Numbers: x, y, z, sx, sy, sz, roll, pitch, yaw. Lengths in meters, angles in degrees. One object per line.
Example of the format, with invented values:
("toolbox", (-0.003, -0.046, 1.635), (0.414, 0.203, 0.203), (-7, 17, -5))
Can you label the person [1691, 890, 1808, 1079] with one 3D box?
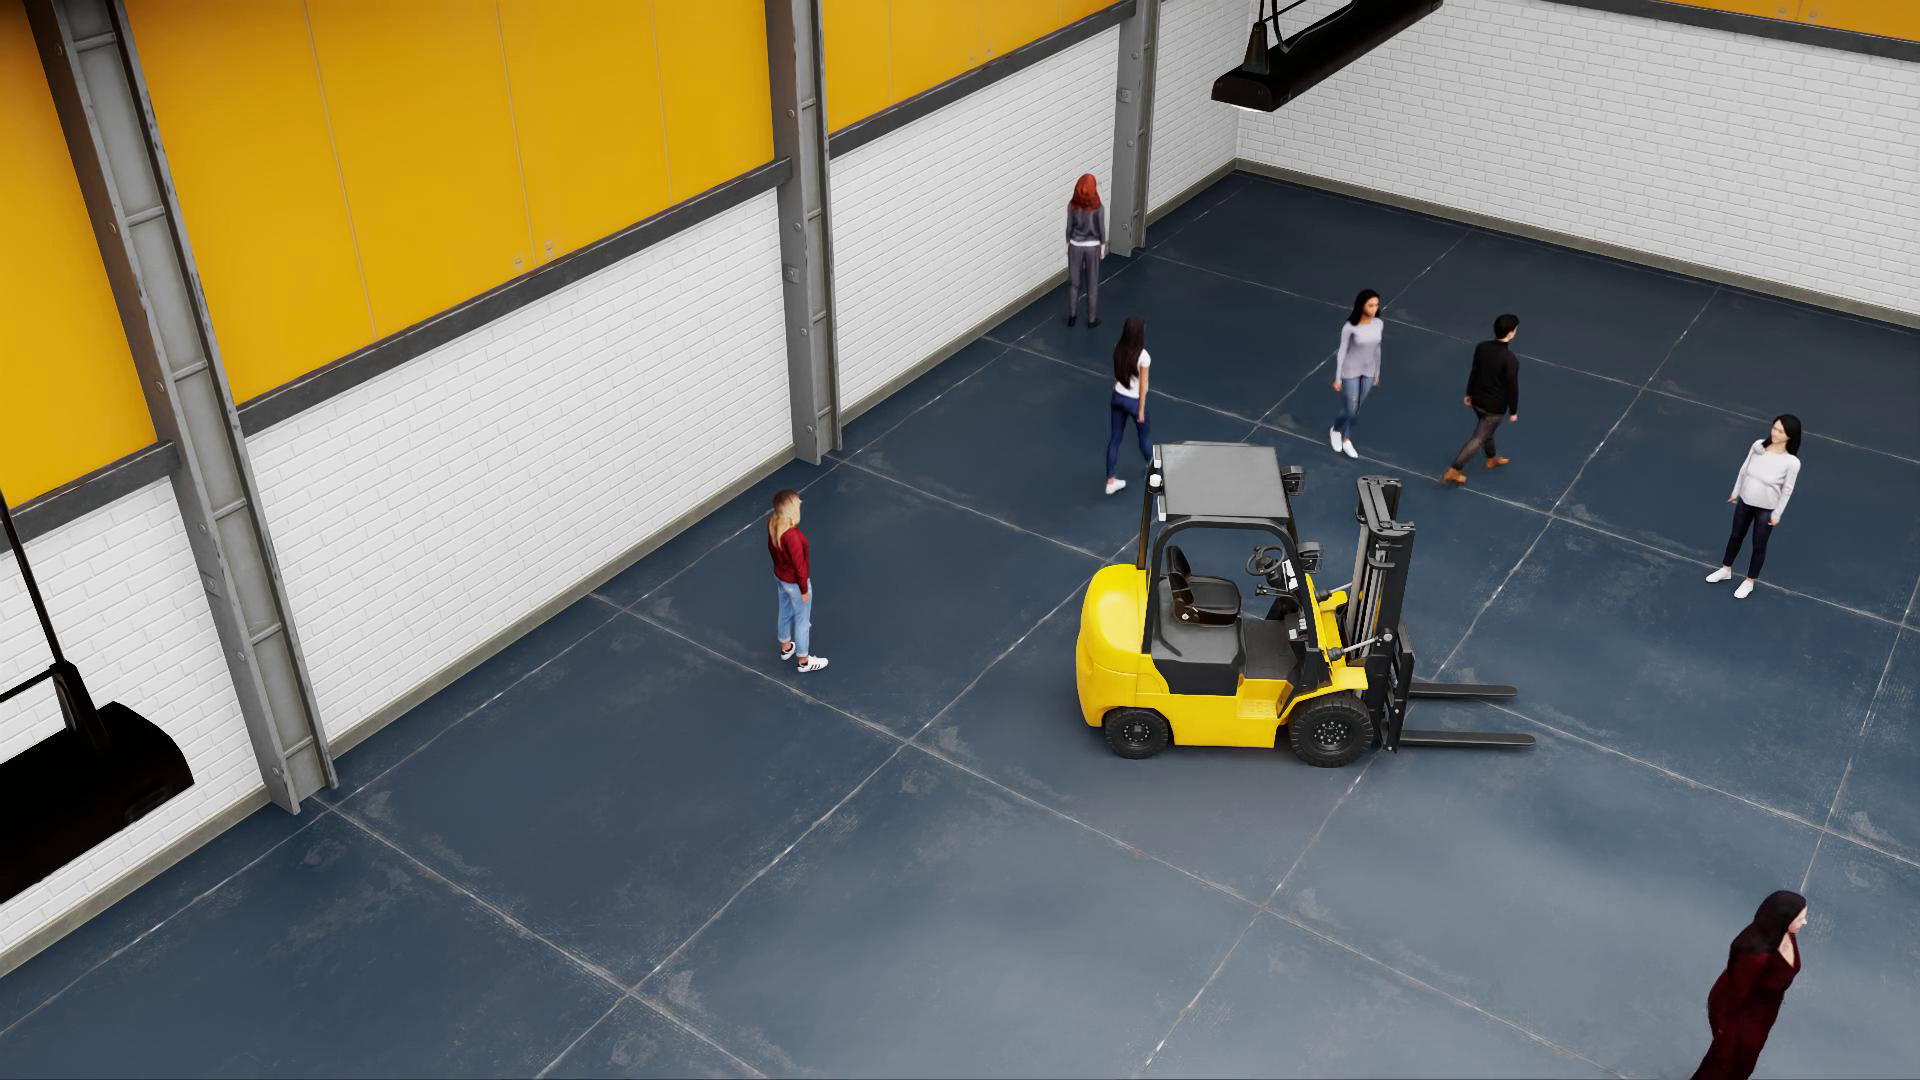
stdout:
("person", (4.429, 2.637, 9.509), (0.777, 1.749, 0.558), (27, 42, 34))

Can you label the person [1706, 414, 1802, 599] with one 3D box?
("person", (6.728, -0.308, 13.983), (0.682, 1.700, 0.693), (-20, 38, -27))

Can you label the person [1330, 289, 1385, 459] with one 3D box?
("person", (3.751, -1.628, 15.945), (0.713, 1.727, 0.801), (-13, 36, -19))

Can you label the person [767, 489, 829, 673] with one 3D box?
("person", (-1.321, 0.304, 13.121), (0.635, 1.635, 0.663), (-23, 40, -30))

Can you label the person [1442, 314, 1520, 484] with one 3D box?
("person", (4.869, -1.267, 15.440), (1.194, 1.685, 0.998), (-15, 37, -22))

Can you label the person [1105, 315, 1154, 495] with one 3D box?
("person", (1.492, -1.206, 15.293), (1.065, 1.747, 0.740), (-28, 43, -36))

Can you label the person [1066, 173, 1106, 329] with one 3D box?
("person", (1.364, -3.166, 18.212), (0.636, 1.779, 0.594), (9, 35, 13))
